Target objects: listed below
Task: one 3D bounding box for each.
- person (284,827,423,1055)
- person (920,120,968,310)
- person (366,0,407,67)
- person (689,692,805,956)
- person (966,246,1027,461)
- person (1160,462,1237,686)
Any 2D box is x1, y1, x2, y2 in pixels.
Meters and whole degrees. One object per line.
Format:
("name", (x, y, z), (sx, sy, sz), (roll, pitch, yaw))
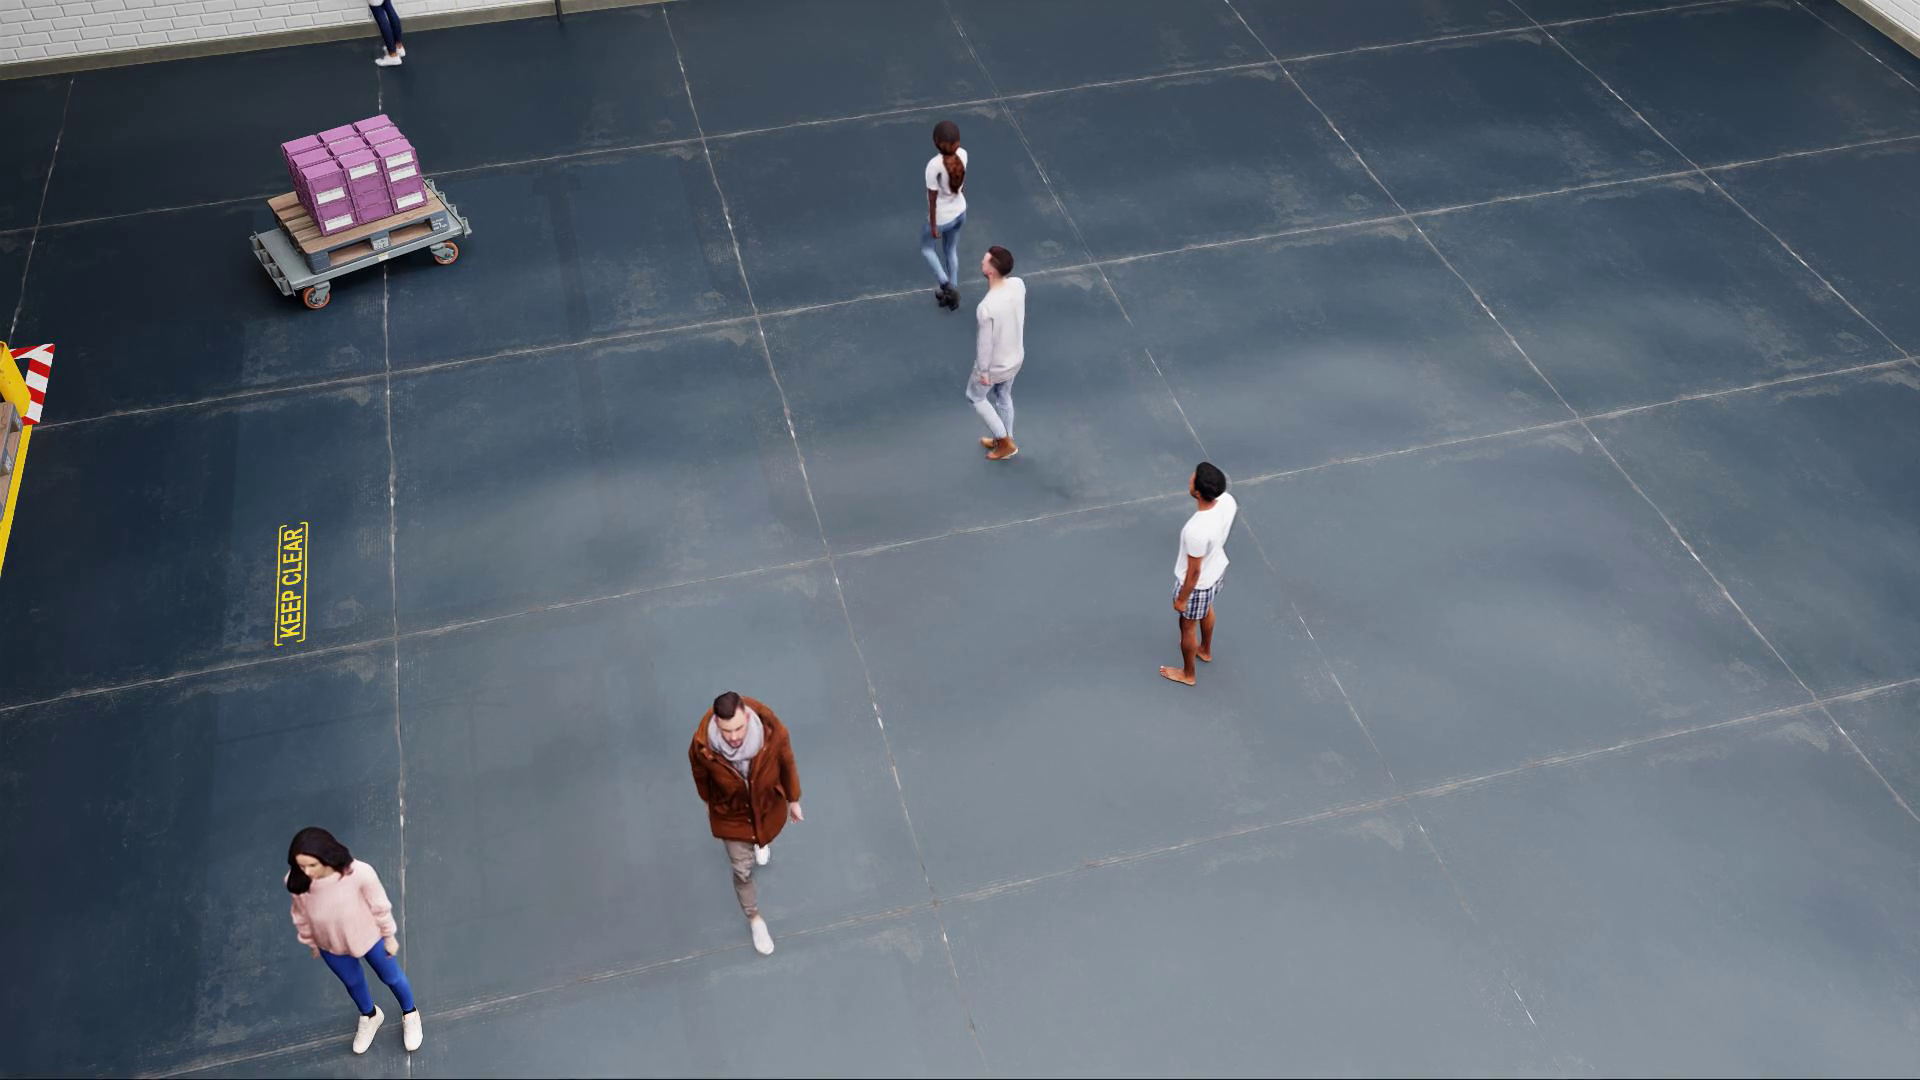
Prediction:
("person", (-3.108, 2.041, 8.531), (0.694, 1.769, 0.615), (-2, 44, -2))
("person", (-0.059, -2.576, 13.421), (0.723, 1.708, 0.784), (-31, 52, -28))
("person", (-5.825, -5.610, 16.557), (0.747, 1.776, 0.609), (6, 44, 7))
("person", (-1.186, 1.387, 9.195), (0.801, 1.800, 1.165), (-16, 46, -17))
("person", (0.347, -1.288, 11.983), (0.858, 1.827, 0.824), (30, 51, 28))
("person", (1.511, 0.217, 10.473), (0.752, 1.731, 0.715), (26, 49, 24))
